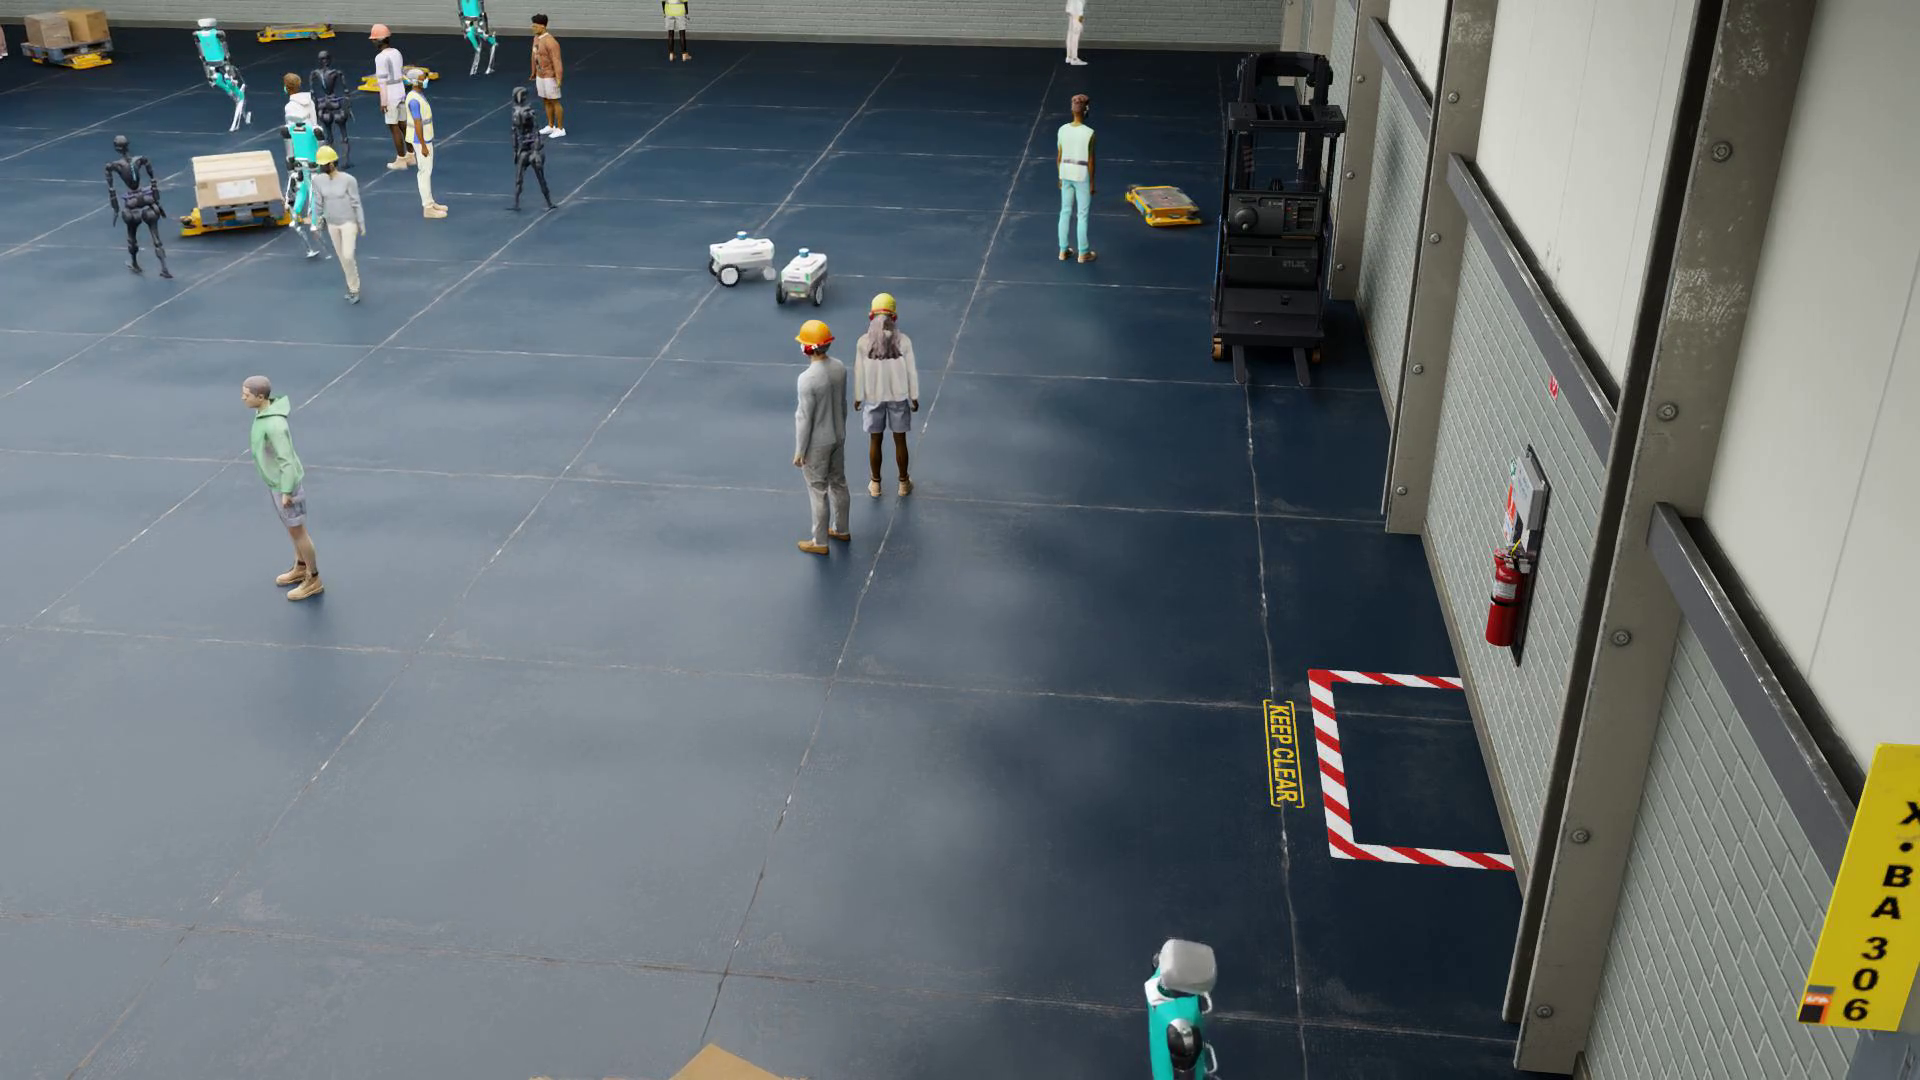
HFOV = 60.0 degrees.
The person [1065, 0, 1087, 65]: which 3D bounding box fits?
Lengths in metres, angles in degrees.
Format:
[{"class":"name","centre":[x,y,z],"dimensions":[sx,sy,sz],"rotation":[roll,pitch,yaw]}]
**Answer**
[{"class":"person","centre":[2.147,-9.817,30.943],"dimensions":[0.400,1.879,0.496],"rotation":[-6,27,-13]}]

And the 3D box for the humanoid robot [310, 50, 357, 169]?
[{"class":"humanoid robot","centre":[-9.028,-6.194,23.918],"dimensions":[0.615,1.655,0.306],"rotation":[1,27,1]}]

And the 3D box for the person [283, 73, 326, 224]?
[{"class":"person","centre":[-8.371,-5.006,21.296],"dimensions":[0.351,1.914,0.498],"rotation":[8,28,15]}]

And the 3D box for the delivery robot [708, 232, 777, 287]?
[{"class":"delivery robot","centre":[-2.534,-3.287,19.373],"dimensions":[0.785,0.587,0.499],"rotation":[-10,28,-20]}]

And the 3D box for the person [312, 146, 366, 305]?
[{"class":"person","centre":[-6.903,-3.475,18.423],"dimensions":[0.541,1.746,0.603],"rotation":[5,27,10]}]

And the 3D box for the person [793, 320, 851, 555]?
[{"class":"person","centre":[-1.081,-0.800,12.936],"dimensions":[0.380,1.890,0.562],"rotation":[17,31,30]}]

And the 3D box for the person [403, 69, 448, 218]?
[{"class":"person","centre":[-6.982,-5.155,21.620],"dimensions":[0.399,1.892,0.531],"rotation":[-4,27,-9]}]

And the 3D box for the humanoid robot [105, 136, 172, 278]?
[{"class":"humanoid robot","centre":[-9.595,-3.889,19.363],"dimensions":[0.754,1.626,0.601],"rotation":[23,35,38]}]

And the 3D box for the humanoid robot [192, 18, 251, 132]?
[{"class":"humanoid robot","centre":[-11.485,-7.343,26.194],"dimensions":[0.558,1.800,0.930],"rotation":[5,27,9]}]

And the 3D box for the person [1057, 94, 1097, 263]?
[{"class":"person","centre":[1.379,-4.298,19.816],"dimensions":[0.485,1.978,0.409],"rotation":[16,31,29]}]

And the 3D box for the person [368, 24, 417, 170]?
[{"class":"person","centre":[-8.161,-6.348,23.853],"dimensions":[0.398,2.035,0.598],"rotation":[3,27,6]}]

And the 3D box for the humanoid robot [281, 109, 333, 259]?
[{"class":"humanoid robot","centre":[-7.836,-4.163,19.828],"dimensions":[0.534,1.817,0.682],"rotation":[4,27,8]}]

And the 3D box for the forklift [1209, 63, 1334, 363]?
[{"class":"forklift","centre":[3.241,-3.477,17.183],"dimensions":[1.129,2.768,1.873],"rotation":[3,27,6]}]

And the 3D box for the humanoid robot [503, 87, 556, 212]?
[{"class":"humanoid robot","centre":[-5.672,-5.073,21.723],"dimensions":[0.590,1.635,0.713],"rotation":[19,32,33]}]

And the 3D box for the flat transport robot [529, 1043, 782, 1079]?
[{"class":"flat transport robot","centre":[-1.266,3.035,7.079],"dimensions":[0.659,0.231,1.431],"rotation":[11,29,21]}]

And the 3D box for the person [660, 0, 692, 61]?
[{"class":"person","centre":[-5.347,-9.891,31.287],"dimensions":[0.538,1.695,0.318],"rotation":[6,27,11]}]

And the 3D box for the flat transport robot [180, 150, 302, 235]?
[{"class":"flat transport robot","centre":[-9.292,-4.181,21.485],"dimensions":[1.431,0.231,0.659],"rotation":[-12,29,-22]}]

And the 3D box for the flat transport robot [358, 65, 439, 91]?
[{"class":"flat transport robot","centre":[-9.930,-8.148,29.405],"dimensions":[0.659,0.231,1.431],"rotation":[9,28,17]}]

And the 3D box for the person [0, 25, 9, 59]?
[{"class":"person","centre":[-18.409,-10.066,31.407],"dimensions":[0.413,1.907,0.650],"rotation":[-2,27,-4]}]

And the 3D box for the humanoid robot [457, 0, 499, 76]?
[{"class":"humanoid robot","centre":[-8.627,-9.215,29.889],"dimensions":[0.539,1.740,0.896],"rotation":[6,27,12]}]

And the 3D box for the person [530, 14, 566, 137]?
[{"class":"person","centre":[-6.362,-7.190,25.720],"dimensions":[0.384,1.853,0.801],"rotation":[-24,35,-39]}]

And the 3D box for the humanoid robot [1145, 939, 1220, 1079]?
[{"class":"humanoid robot","centre":[1.056,2.350,6.749],"dimensions":[0.686,1.750,0.537],"rotation":[-1,27,-2]}]

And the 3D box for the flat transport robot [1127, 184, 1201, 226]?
[{"class":"flat transport robot","centre":[2.685,-4.427,21.977],"dimensions":[0.659,0.231,1.431],"rotation":[-3,27,-7]}]

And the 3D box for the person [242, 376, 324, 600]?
[{"class":"person","centre":[-5.002,-0.400,12.291],"dimensions":[0.315,1.742,0.478],"rotation":[-16,31,-29]}]

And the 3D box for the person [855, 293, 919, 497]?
[{"class":"person","centre":[-0.610,-1.180,13.831],"dimensions":[0.534,1.757,0.411],"rotation":[0,27,0]}]

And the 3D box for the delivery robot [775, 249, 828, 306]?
[{"class":"delivery robot","centre":[-1.755,-2.978,18.754],"dimensions":[0.499,0.586,0.773],"rotation":[6,27,12]}]

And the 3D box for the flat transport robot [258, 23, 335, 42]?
[{"class":"flat transport robot","centre":[-13.423,-10.253,33.608],"dimensions":[1.431,0.231,0.659],"rotation":[-10,28,-20]}]

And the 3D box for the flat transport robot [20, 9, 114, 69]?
[{"class":"flat transport robot","centre":[-16.654,-9.039,31.184],"dimensions":[1.431,0.231,0.659],"rotation":[15,30,27]}]
